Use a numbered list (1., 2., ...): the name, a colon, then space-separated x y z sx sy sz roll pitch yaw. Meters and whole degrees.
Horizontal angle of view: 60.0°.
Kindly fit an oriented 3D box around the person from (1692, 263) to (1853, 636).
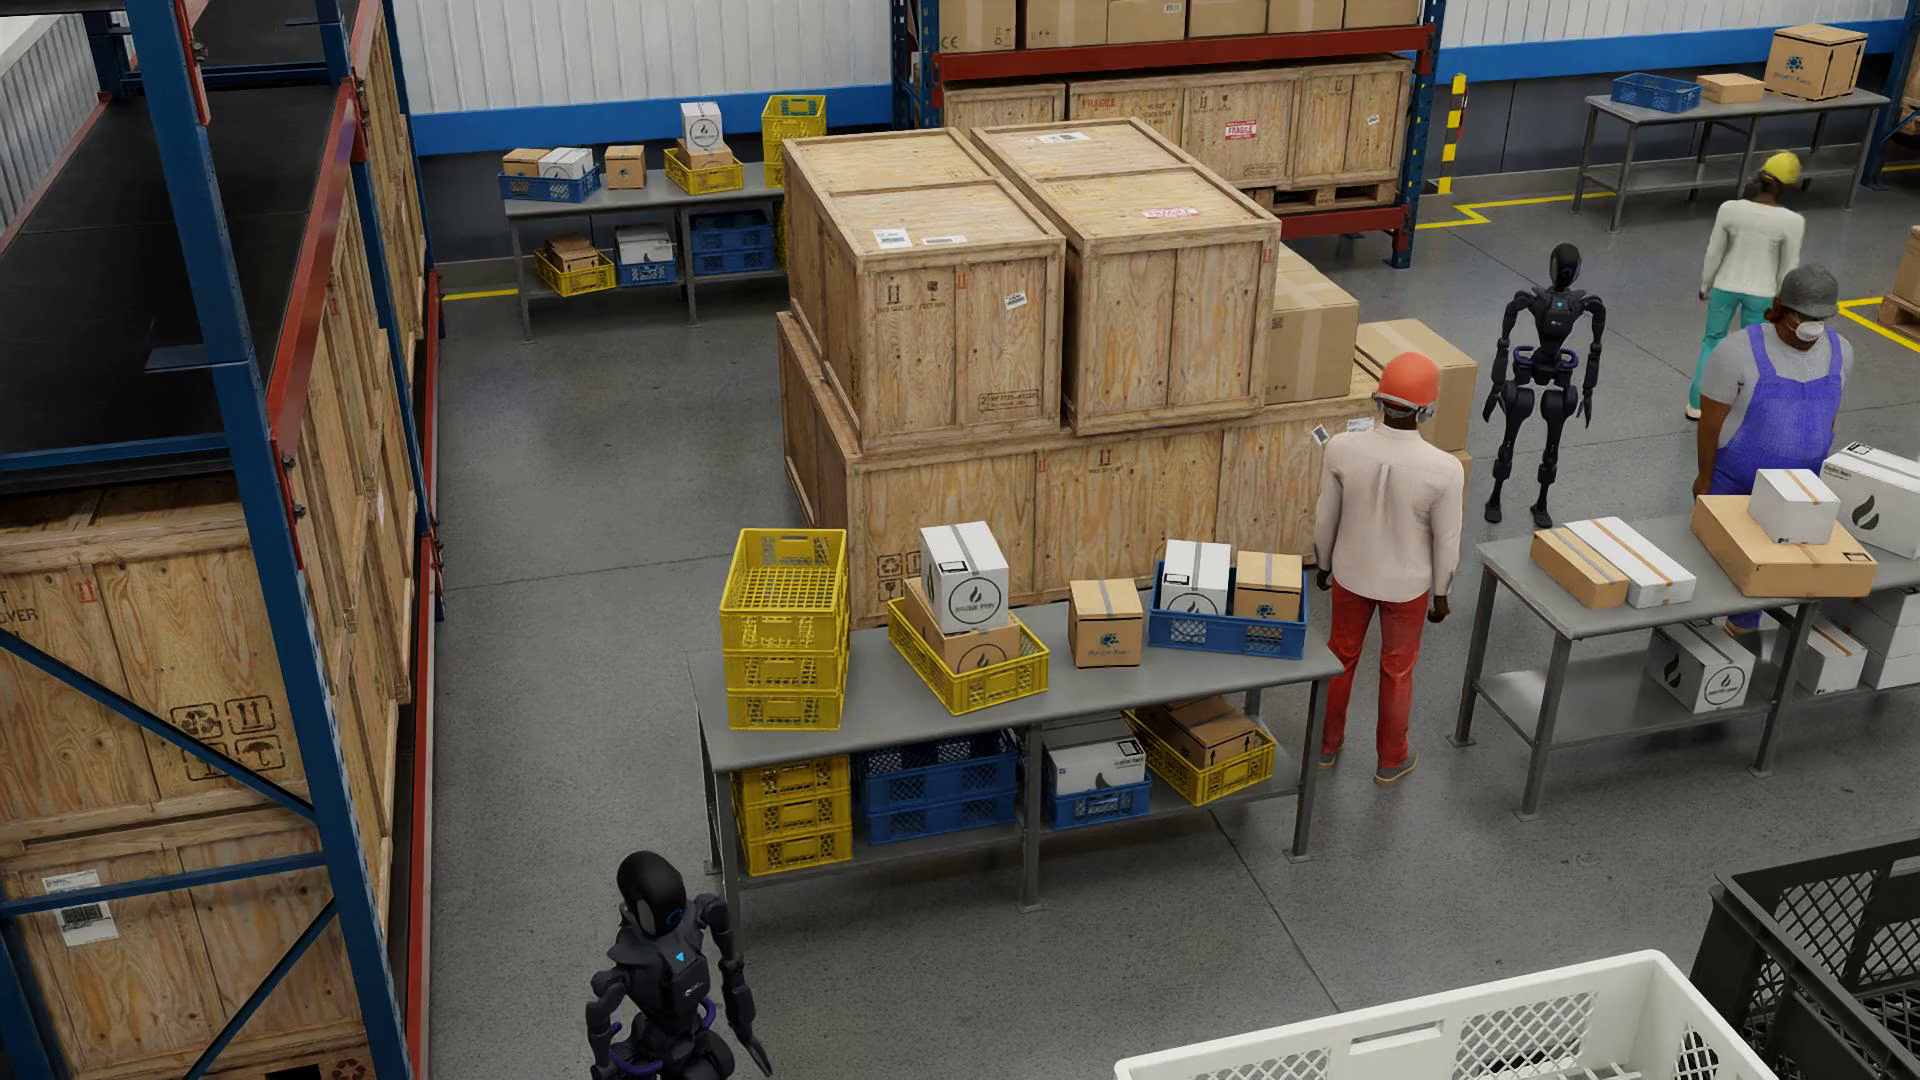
1. person: 3.823 -0.335 7.890 0.674 2.000 0.537 -2 29 -4

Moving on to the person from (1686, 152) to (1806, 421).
1. person: 4.911 -1.552 10.404 0.537 1.761 0.333 19 34 30

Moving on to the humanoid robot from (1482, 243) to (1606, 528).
1. humanoid robot: 3.209 -0.845 9.186 0.582 1.651 0.313 6 29 10

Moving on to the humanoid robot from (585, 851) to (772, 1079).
1. humanoid robot: -0.821 1.556 4.832 0.329 1.648 0.592 20 35 32

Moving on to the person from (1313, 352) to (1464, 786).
1. person: 1.798 0.143 7.069 0.610 1.995 0.376 16 32 26
